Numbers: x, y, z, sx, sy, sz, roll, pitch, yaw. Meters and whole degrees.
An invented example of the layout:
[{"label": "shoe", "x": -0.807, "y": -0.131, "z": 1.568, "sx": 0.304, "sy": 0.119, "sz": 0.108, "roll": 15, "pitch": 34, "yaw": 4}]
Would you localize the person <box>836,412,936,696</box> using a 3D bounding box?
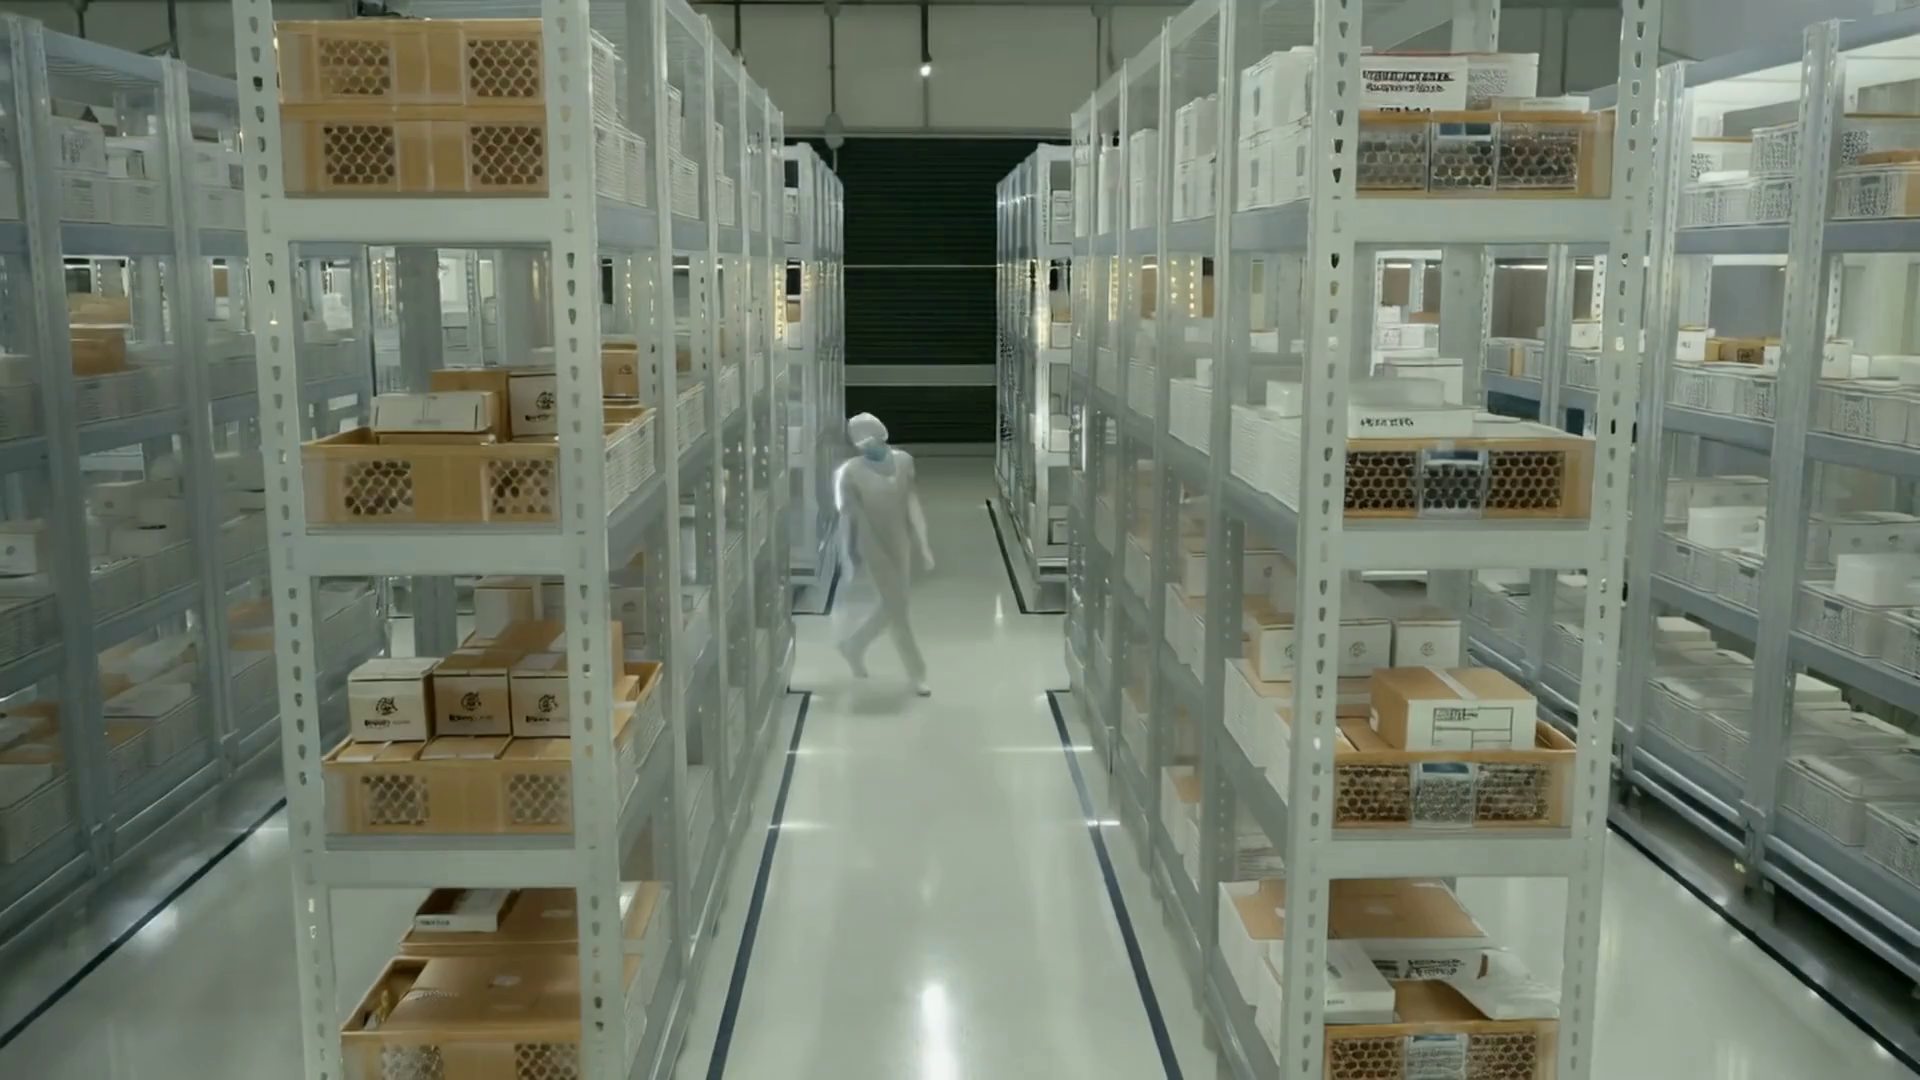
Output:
[{"label": "person", "x": -0.507, "y": 0.070, "z": 10.552, "sx": 0.790, "sy": 1.783, "sz": 0.588, "roll": 9, "pitch": 13, "yaw": 42}]
